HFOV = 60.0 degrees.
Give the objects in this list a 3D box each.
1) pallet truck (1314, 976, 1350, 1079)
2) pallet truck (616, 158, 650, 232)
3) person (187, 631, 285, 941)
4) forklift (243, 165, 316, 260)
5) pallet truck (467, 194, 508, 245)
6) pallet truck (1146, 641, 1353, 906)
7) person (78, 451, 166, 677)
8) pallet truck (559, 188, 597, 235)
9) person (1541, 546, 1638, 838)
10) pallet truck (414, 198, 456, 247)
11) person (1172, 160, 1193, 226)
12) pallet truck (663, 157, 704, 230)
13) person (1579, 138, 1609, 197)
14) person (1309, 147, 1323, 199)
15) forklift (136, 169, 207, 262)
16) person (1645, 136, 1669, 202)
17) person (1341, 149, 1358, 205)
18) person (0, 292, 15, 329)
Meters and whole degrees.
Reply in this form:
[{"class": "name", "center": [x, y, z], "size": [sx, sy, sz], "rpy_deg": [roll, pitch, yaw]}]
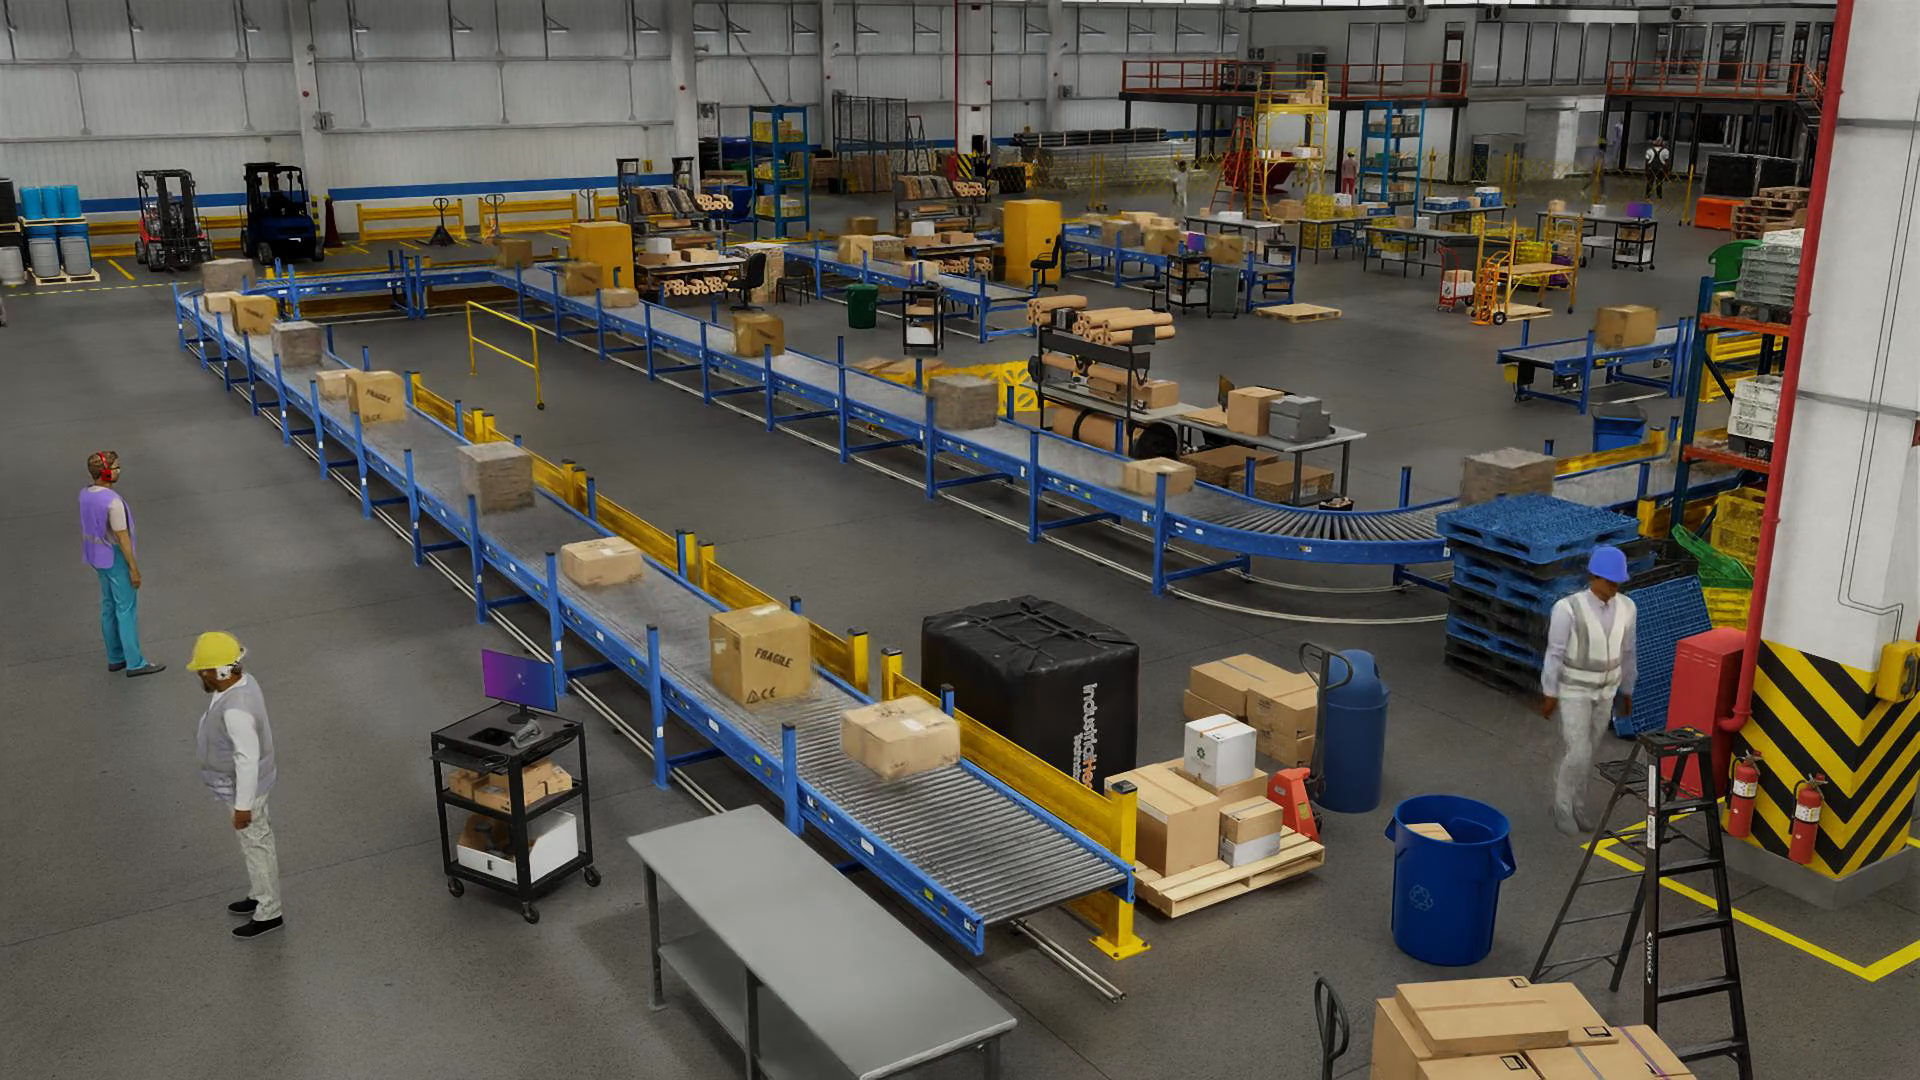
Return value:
[{"class": "pallet truck", "center": [2.299, 2.390, 7.086], "size": [1.601, 1.201, 0.680], "rpy_deg": [-2, 17, -7]}, {"class": "pallet truck", "center": [-8.918, -9.176, 44.255], "size": [0.823, 1.965, 1.885], "rpy_deg": [-9, 19, -27]}, {"class": "person", "center": [-4.089, 1.374, 9.432], "size": [0.404, 1.831, 0.587], "rpy_deg": [-7, 18, -22]}, {"class": "forklift", "center": [-15.898, -7.669, 38.708], "size": [1.157, 1.987, 2.680], "rpy_deg": [-11, 20, -33]}, {"class": "pallet truck", "center": [-11.983, -8.177, 42.137], "size": [0.704, 1.261, 1.522], "rpy_deg": [-11, 20, -33]}, {"class": "pallet truck", "center": [1.664, 1.407, 10.232], "size": [1.630, 1.274, 0.653], "rpy_deg": [-10, 20, -31]}, {"class": "person", "center": [-6.780, 0.196, 13.324], "size": [0.566, 1.847, 0.389], "rpy_deg": [11, 20, 33]}, {"class": "pallet truck", "center": [-10.010, -8.652, 43.699], "size": [0.653, 1.274, 1.630], "rpy_deg": [-10, 20, -31]}, {"class": "person", "center": [4.036, 0.974, 10.580], "size": [0.636, 1.933, 0.521], "rpy_deg": [-6, 18, -19]}, {"class": "pallet truck", "center": [-13.250, -8.060, 41.856], "size": [0.680, 1.201, 1.601], "rpy_deg": [-10, 20, -31]}, {"class": "person", "center": [6.111, -9.546, 45.821], "size": [0.508, 1.798, 1.013], "rpy_deg": [-8, 18, -24]}, {"class": "pallet truck", "center": [-7.586, -9.308, 44.692], "size": [0.823, 1.965, 1.885], "rpy_deg": [-11, 20, -33]}, {"class": "person", "center": [20.870, -12.202, 54.508], "size": [0.884, 1.894, 0.589], "rpy_deg": [16, 23, 42]}, {"class": "person", "center": [10.962, -11.168, 51.161], "size": [0.599, 1.827, 1.002], "rpy_deg": [-5, 18, -18]}, {"class": "forklift", "center": [-17.842, -7.318, 37.559], "size": [1.157, 1.987, 2.680], "rpy_deg": [-10, 20, -31]}, {"class": "person", "center": [22.141, -11.794, 52.892], "size": [0.681, 2.000, 0.536], "rpy_deg": [9, 19, 28]}, {"class": "person", "center": [11.955, -11.102, 51.077], "size": [0.518, 1.756, 0.344], "rpy_deg": [10, 20, 31]}, {"class": "person", "center": [-17.185, -4.674, 29.368], "size": [0.881, 1.933, 0.625], "rpy_deg": [8, 18, 24]}]
